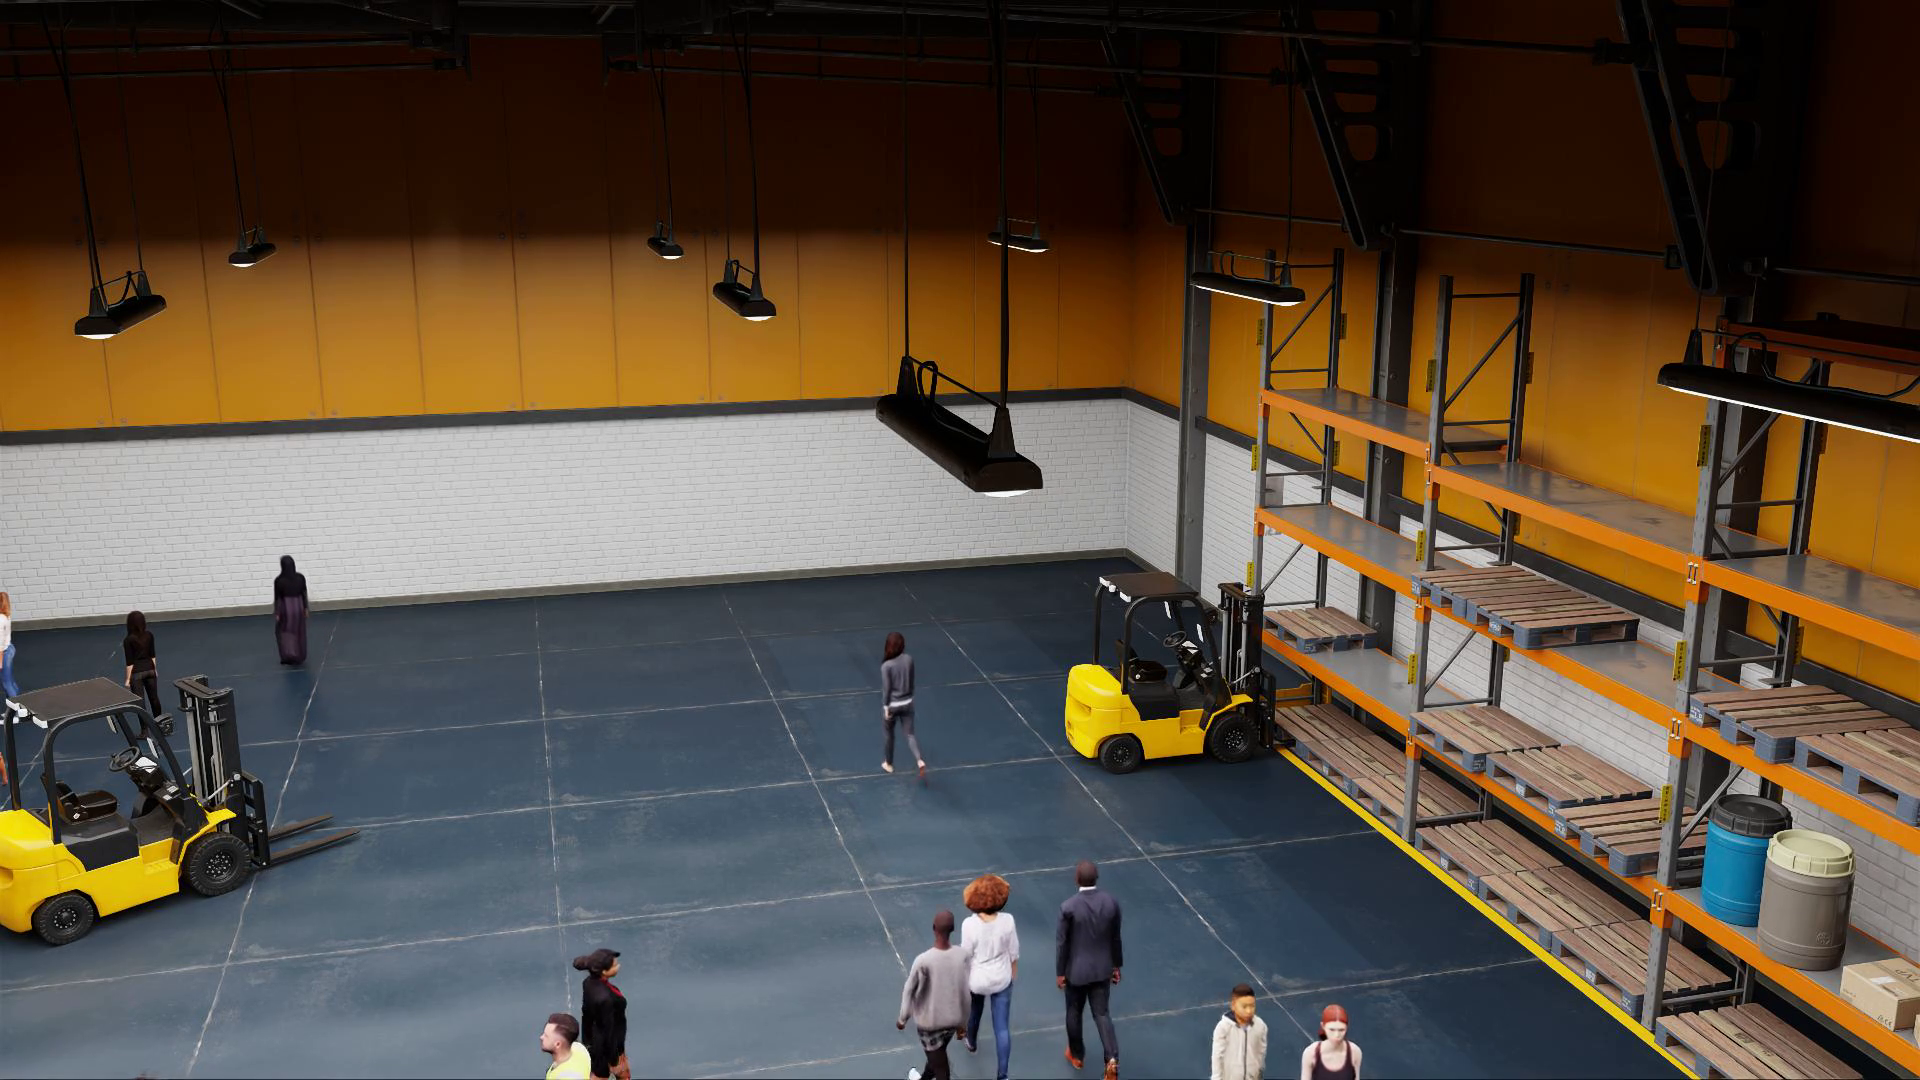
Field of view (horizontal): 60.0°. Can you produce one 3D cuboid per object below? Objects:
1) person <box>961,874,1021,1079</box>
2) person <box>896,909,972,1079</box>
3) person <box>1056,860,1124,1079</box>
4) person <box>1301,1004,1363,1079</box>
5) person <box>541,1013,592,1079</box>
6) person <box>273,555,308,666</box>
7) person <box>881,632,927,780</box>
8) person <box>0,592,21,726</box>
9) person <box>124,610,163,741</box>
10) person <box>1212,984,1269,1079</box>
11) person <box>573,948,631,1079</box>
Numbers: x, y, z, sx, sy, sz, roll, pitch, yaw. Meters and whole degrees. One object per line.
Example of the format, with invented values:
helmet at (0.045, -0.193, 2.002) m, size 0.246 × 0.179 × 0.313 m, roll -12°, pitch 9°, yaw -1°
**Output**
person at (0.253, 3.508, 13.080) m, size 0.795 × 1.667 × 1.191 m, roll -1°, pitch 14°, yaw -4°
person at (-0.097, 3.652, 12.354) m, size 0.861 × 1.728 × 1.183 m, roll -9°, pitch 16°, yaw -33°
person at (1.030, 3.437, 13.102) m, size 0.723 × 1.794 × 1.029 m, roll -3°, pitch 14°, yaw -14°
person at (2.469, 3.925, 11.216) m, size 0.859 × 1.733 × 1.253 m, roll 1°, pitch 14°, yaw 3°
person at (-2.568, 3.940, 10.913) m, size 0.783 × 1.847 × 0.679 m, roll -2°, pitch 14°, yaw -8°
person at (-9.468, 0.996, 23.569) m, size 0.727 × 1.611 × 0.789 m, roll -8°, pitch 16°, yaw -30°
person at (-0.659, 1.943, 19.366) m, size 0.779 × 1.749 × 1.102 m, roll -8°, pitch 16°, yaw -29°
person at (-12.230, 1.494, 21.285) m, size 0.693 × 1.720 × 0.496 m, roll -5°, pitch 15°, yaw -21°
person at (-10.187, 1.668, 20.734) m, size 0.697 × 1.640 × 0.632 m, roll 7°, pitch 15°, yaw 27°
person at (1.976, 3.870, 12.050) m, size 0.585 × 1.448 × 0.763 m, roll -4°, pitch 14°, yaw -16°
person at (-2.668, 3.777, 12.119) m, size 0.784 × 1.596 × 1.041 m, roll -7°, pitch 15°, yaw -27°
